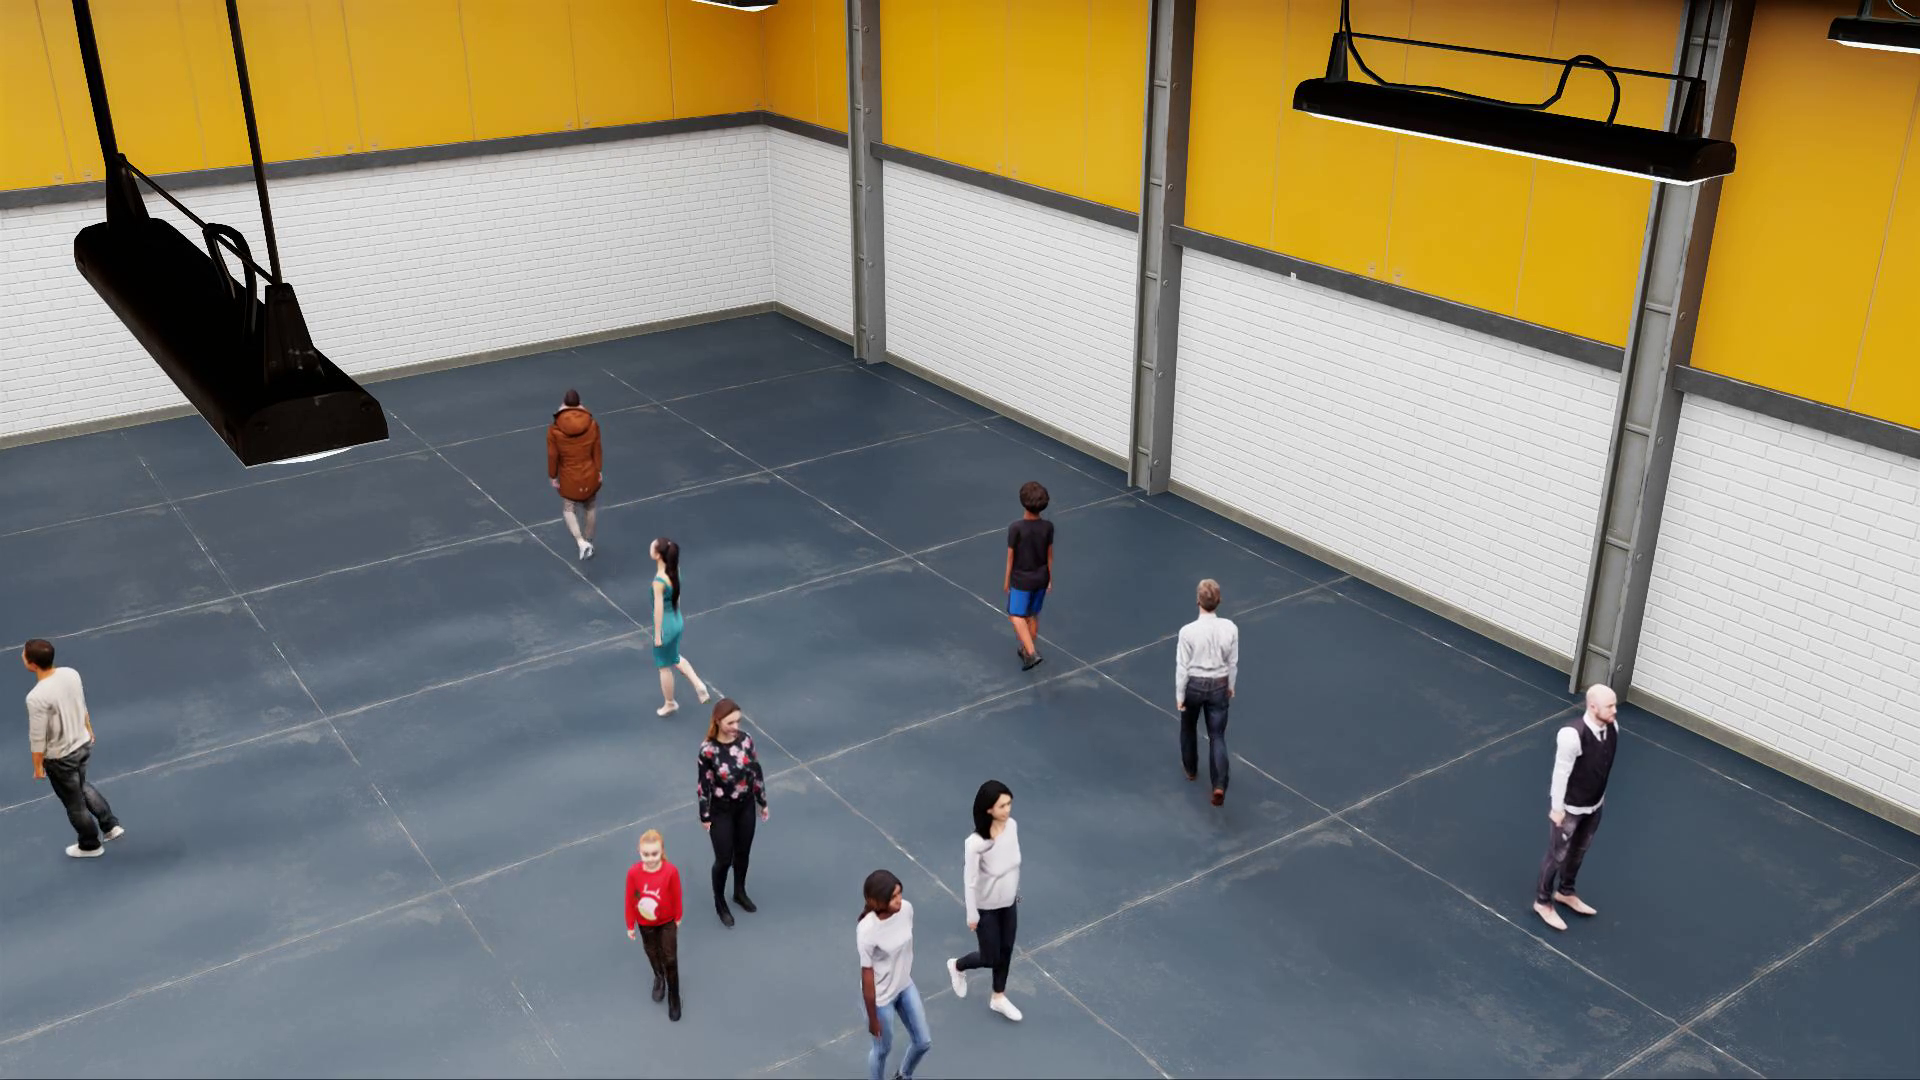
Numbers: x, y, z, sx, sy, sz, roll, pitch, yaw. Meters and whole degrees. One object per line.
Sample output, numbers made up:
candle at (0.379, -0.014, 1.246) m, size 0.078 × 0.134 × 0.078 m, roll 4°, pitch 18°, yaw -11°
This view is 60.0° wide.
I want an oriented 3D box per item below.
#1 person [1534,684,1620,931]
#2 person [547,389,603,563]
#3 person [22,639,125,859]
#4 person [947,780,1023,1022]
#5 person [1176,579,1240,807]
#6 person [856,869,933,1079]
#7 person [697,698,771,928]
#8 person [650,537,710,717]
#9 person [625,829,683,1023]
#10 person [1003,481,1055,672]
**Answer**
person at (4.210, 1.792, 11.354) m, size 0.684 × 1.823 × 0.577 m, roll -14°, pitch 27°, yaw -30°
person at (-3.853, -0.616, 16.864) m, size 0.810 × 1.821 × 0.993 m, roll -10°, pitch 25°, yaw -21°
person at (-6.373, 1.516, 12.006) m, size 0.892 × 1.806 × 0.831 m, roll 4°, pitch 24°, yaw 9°
person at (0.148, 2.246, 10.477) m, size 0.840 × 1.694 × 0.725 m, roll 20°, pitch 30°, yaw 38°
person at (1.910, 1.185, 12.780) m, size 1.040 × 1.793 × 1.229 m, roll -2°, pitch 24°, yaw -3°
person at (-0.471, 2.605, 9.633) m, size 0.698 × 1.711 × 0.683 m, roll 20°, pitch 30°, yaw 38°
person at (-1.598, 1.817, 11.481) m, size 0.607 × 1.675 × 0.563 m, roll -17°, pitch 29°, yaw -34°
person at (-2.369, 0.754, 13.912) m, size 0.847 × 1.676 × 0.771 m, roll 7°, pitch 25°, yaw 16°
person at (-1.948, 2.395, 10.670) m, size 0.674 × 1.265 × 0.766 m, roll -1°, pitch 24°, yaw -1°
person at (0.632, 0.375, 14.652) m, size 0.730 × 1.779 × 0.919 m, roll -9°, pitch 25°, yaw -19°
